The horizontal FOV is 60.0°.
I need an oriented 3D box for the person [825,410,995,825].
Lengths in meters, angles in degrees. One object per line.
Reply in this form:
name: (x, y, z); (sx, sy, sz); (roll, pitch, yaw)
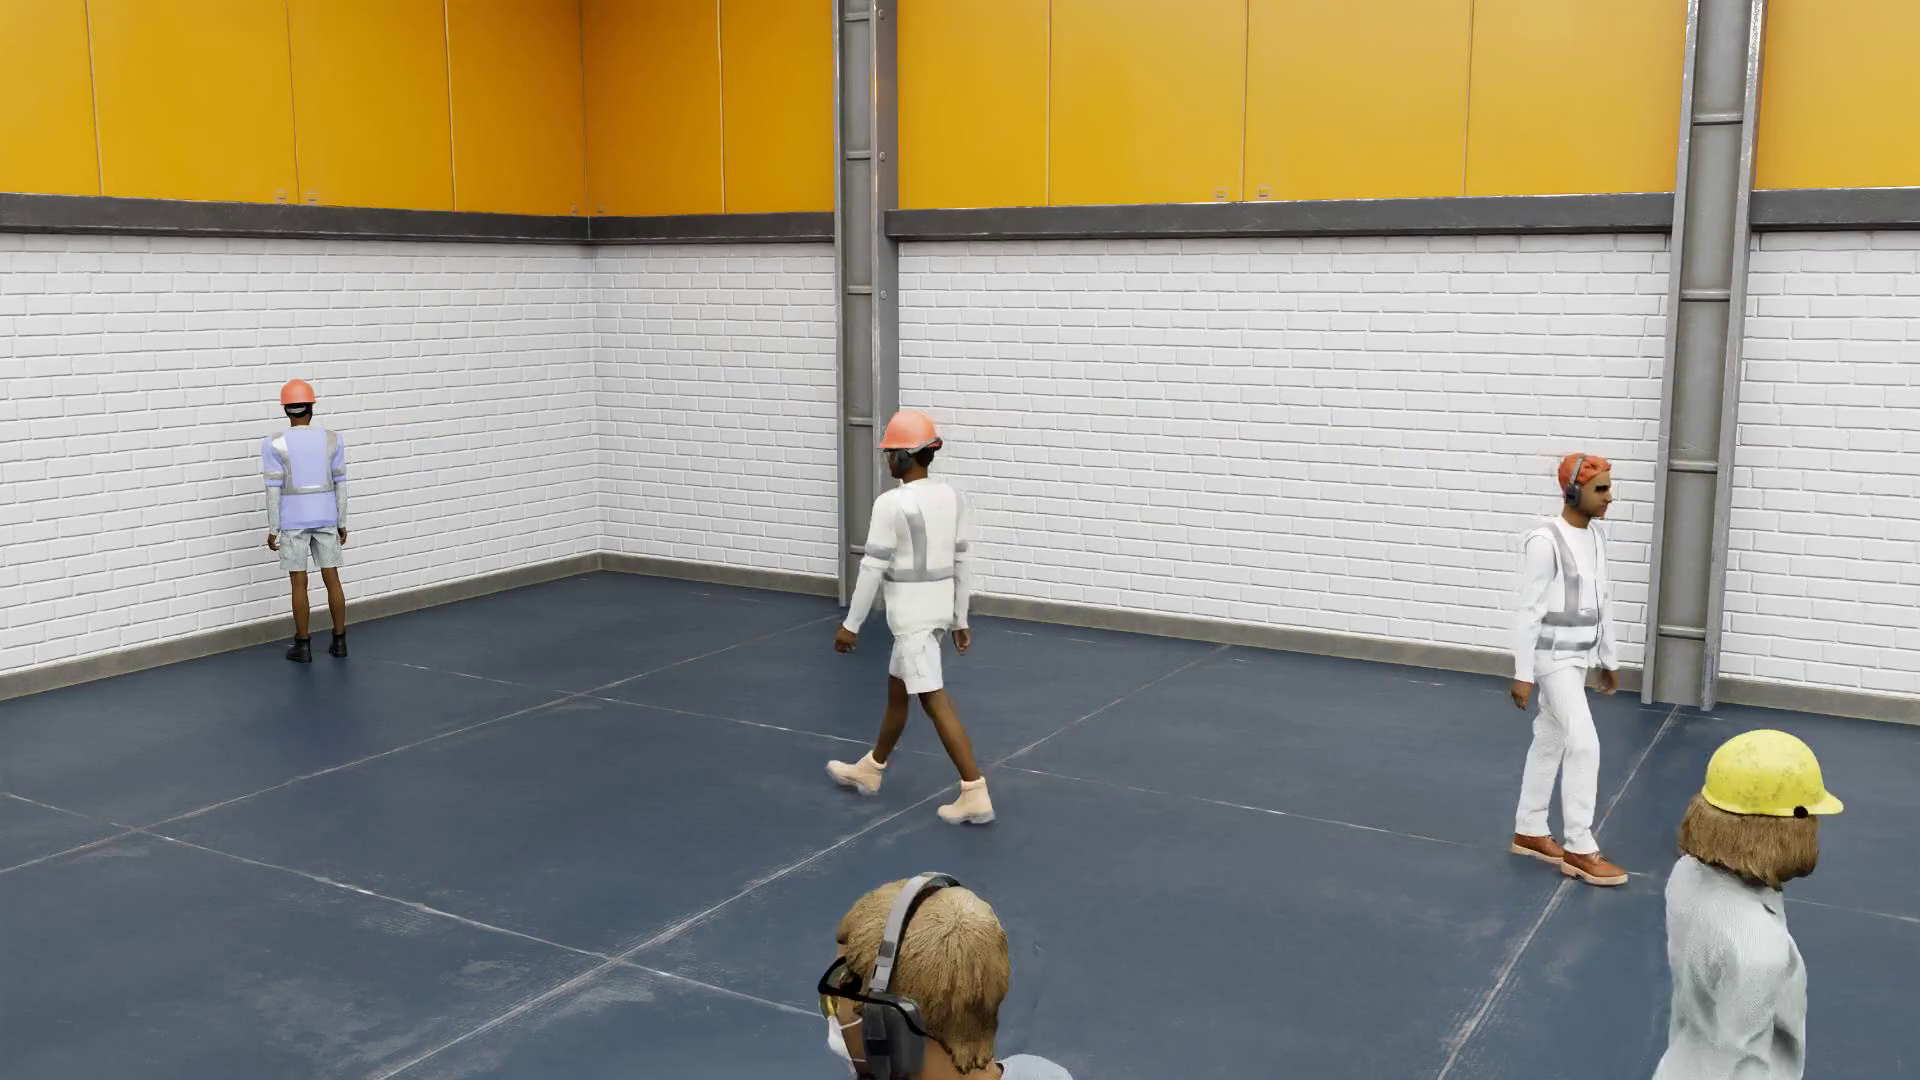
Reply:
person: (-0.222, 0.369, 8.118); (1.077, 1.992, 0.628); (6, 11, 32)

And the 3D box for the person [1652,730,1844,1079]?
person: (1.527, 1.229, 3.511); (0.578, 1.731, 0.486); (1, 9, 5)

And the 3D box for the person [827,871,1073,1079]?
person: (-0.077, 1.354, 2.222); (0.990, 1.888, 0.653); (4, 10, 25)

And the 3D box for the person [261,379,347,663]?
person: (-4.469, -0.130, 11.366); (0.547, 1.934, 0.376); (-7, 11, -36)

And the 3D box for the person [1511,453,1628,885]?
person: (2.756, 0.560, 7.267); (0.718, 1.861, 0.616); (9, 13, 44)
